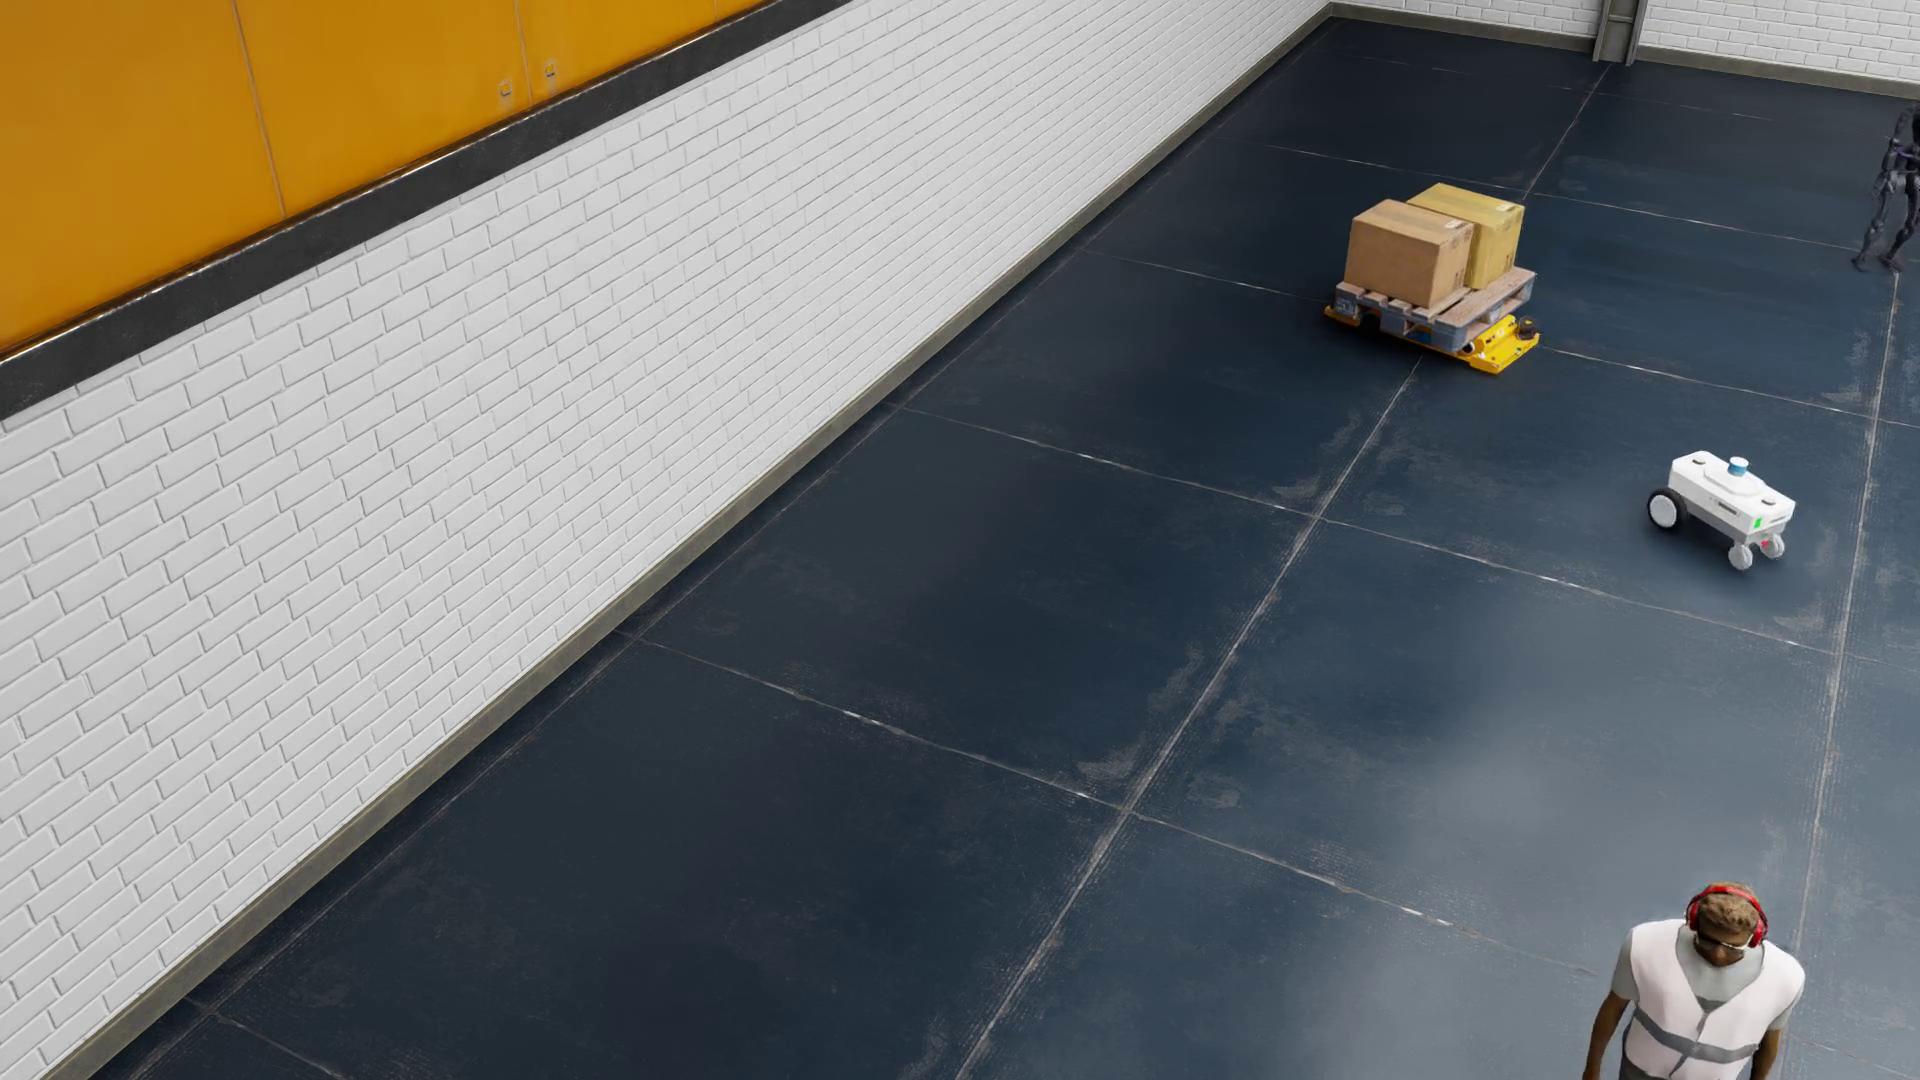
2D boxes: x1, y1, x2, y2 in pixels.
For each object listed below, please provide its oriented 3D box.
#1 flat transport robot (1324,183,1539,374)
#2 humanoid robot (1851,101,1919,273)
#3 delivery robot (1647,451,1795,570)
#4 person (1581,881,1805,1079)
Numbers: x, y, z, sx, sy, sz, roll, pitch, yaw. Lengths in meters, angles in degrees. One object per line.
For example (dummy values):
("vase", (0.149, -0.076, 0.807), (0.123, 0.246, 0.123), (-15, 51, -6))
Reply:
("flat transport robot", (3.517, -1.645, 12.426), (1.431, 0.231, 0.659), (26, 42, 33))
("humanoid robot", (7.440, -2.883, 13.000), (0.590, 1.647, 0.328), (-5, 34, -7))
("delivery robot", (4.627, -0.228, 10.053), (0.499, 0.587, 0.789), (-16, 37, -23))
("person", (2.486, 1.871, 5.797), (0.591, 1.824, 0.513), (14, 36, 19))
